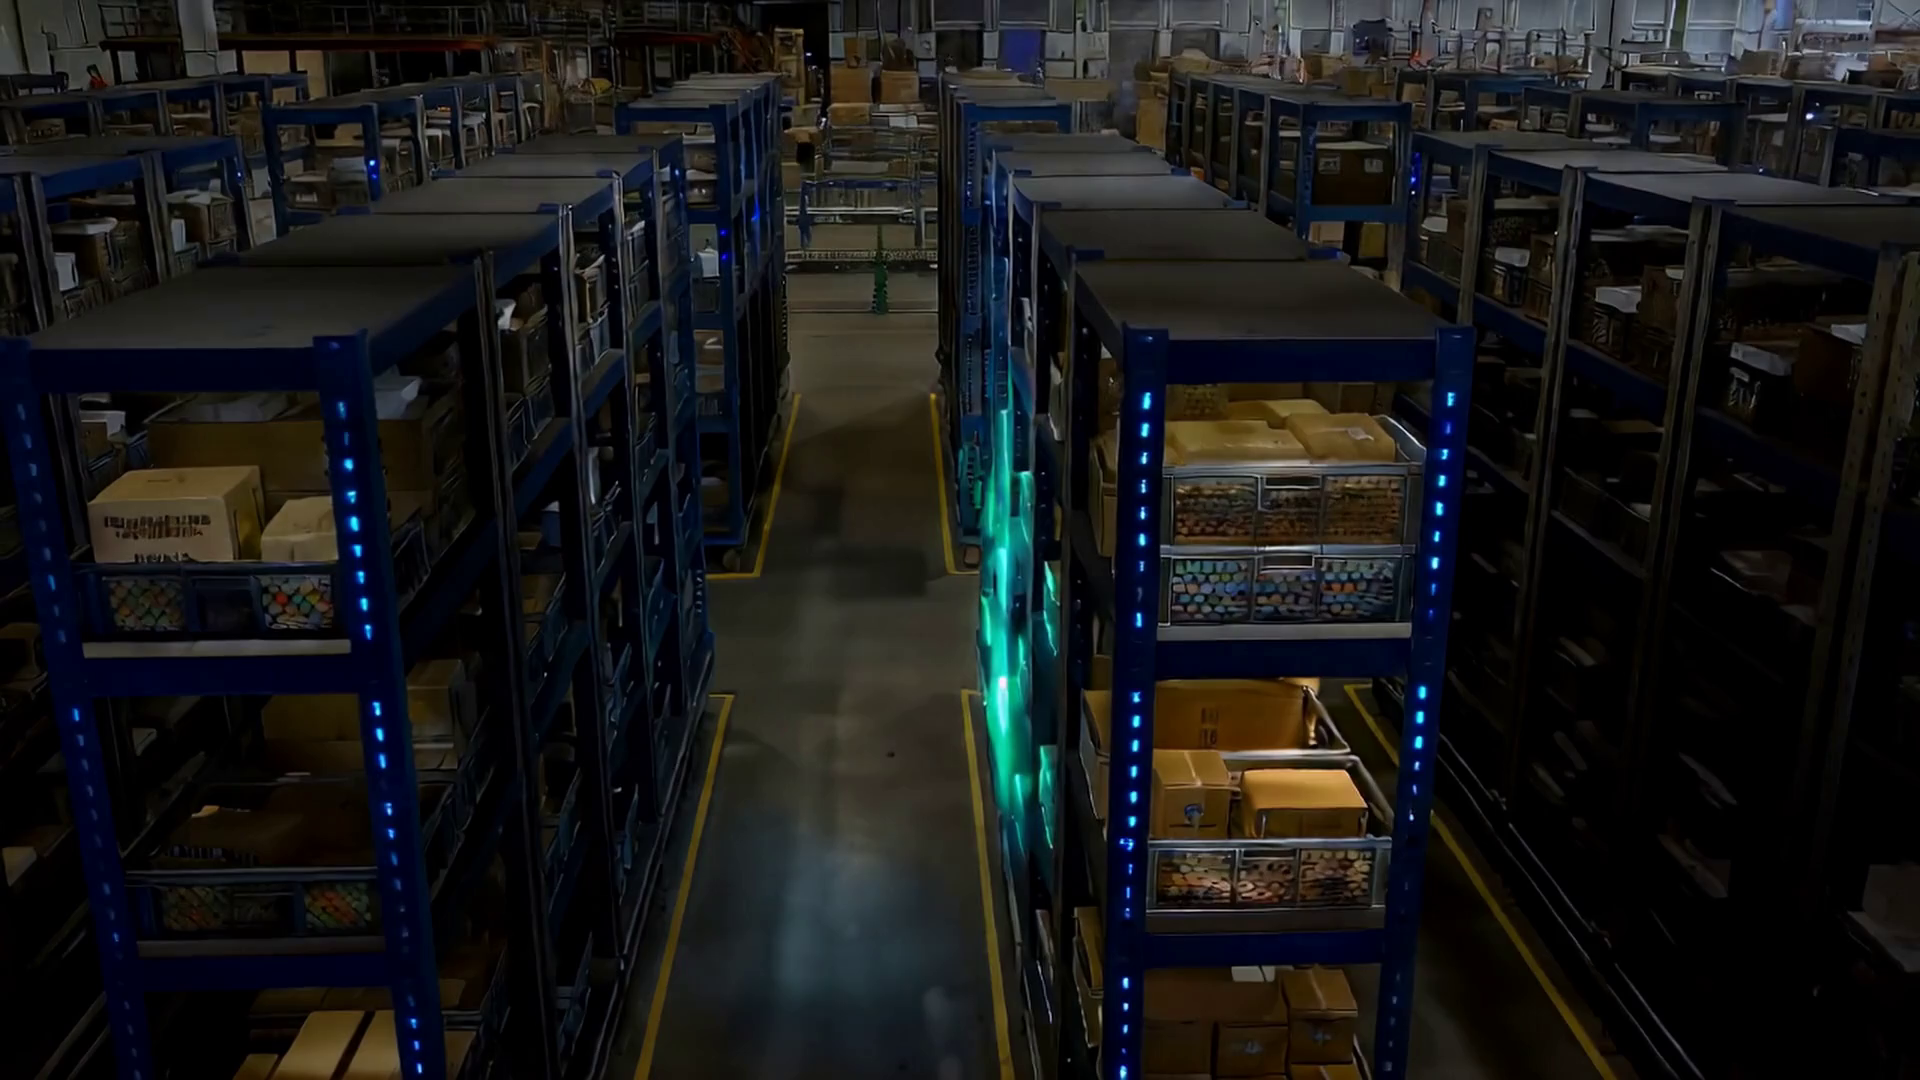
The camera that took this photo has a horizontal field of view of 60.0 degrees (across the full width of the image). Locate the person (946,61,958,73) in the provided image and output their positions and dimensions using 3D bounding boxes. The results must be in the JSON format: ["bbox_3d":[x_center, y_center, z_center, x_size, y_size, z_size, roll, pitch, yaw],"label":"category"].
[{"bbox_3d":[-0.378,-19.379,70.749,0.627,1.934,0.372,-15,23,-39],"label":"person"}]

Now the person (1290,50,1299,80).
[{"bbox_3d":[17.134,-24.201,85.593,0.584,1.974,0.640,8,20,24],"label":"person"}]

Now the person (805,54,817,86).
[{"bbox_3d":[-8.074,-25.454,89.794,0.637,1.798,0.942,13,22,34],"label":"person"}]

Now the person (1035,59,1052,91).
[{"bbox_3d":[3.576,-19.716,71.733,0.716,1.981,1.061,-5,19,-16],"label":"person"}]

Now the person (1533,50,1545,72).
[{"bbox_3d":[30.780,-25.105,88.562,0.580,1.883,0.388,16,24,40],"label":"person"}]

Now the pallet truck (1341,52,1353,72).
[{"bbox_3d":[18.794,-23.123,82.231,0.823,1.965,1.885,-13,22,-35],"label":"pallet truck"}]

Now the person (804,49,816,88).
[{"bbox_3d":[-7.857,-24.620,86.867,0.622,1.992,0.396,4,18,13],"label":"person"}]

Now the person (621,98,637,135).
[{"bbox_3d":[-9.043,-11.104,45.313,0.957,1.836,0.520,15,23,38],"label":"person"}]

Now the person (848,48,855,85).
[{"bbox_3d":[-5.877,-25.827,90.708,0.361,1.929,0.587,5,19,16],"label":"person"}]

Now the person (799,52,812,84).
[{"bbox_3d":[-8.509,-25.719,90.702,0.880,1.725,0.535,-13,22,-34],"label":"person"}]

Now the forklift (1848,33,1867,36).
[{"bbox_3d":[46.106,-24.701,85.701,1.129,2.768,1.873,-1,18,-2],"label":"forklift"}]

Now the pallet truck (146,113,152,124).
[{"bbox_3d":[-18.087,-8.309,36.390,1.885,1.965,0.823,-1,18,-4],"label":"pallet truck"}]

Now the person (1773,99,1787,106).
[{"bbox_3d":[25.712,-13.291,52.290,0.538,1.697,0.318,-10,20,-27],"label":"person"}]

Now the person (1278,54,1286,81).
[{"bbox_3d":[16.497,-23.767,84.514,0.833,1.811,0.661,7,19,19],"label":"person"}]

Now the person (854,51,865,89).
[{"bbox_3d":[-5.253,-24.573,86.895,0.573,1.881,0.994,1,18,2],"label":"person"}]

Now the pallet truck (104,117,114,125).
[{"bbox_3d":[-18.367,-7.885,35.078,1.885,1.965,0.823,1,18,2],"label":"pallet truck"}]

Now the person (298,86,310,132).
[{"bbox_3d":[-22.722,-15.069,57.563,0.372,1.853,0.750,-8,20,-24],"label":"person"}]

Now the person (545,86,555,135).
[{"bbox_3d":[-13.783,-14.410,55.655,0.362,1.757,0.567,14,23,37],"label":"person"}]

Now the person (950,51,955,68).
[{"bbox_3d":[-0.401,-26.892,94.441,0.877,1.643,0.550,-1,18,-4],"label":"person"}]

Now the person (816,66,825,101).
[{"bbox_3d":[-5.462,-17.679,65.482,0.361,1.935,0.553,-3,18,-9],"label":"person"}]

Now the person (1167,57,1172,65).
[{"bbox_3d":[9.846,-22.010,79.046,0.798,1.839,0.523,-6,19,-18],"label":"person"}]

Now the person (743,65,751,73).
[{"bbox_3d":[-8.232,-17.234,63.937,0.682,2.000,0.705,6,19,17],"label":"person"}]

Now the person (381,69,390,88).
[{"bbox_3d":[-21.687,-16.858,62.985,0.425,1.908,0.605,-3,18,-9],"label":"person"}]

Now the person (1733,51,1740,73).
[{"bbox_3d":[41.701,-25.294,89.222,0.760,1.822,0.541,16,24,41],"label":"person"}]
